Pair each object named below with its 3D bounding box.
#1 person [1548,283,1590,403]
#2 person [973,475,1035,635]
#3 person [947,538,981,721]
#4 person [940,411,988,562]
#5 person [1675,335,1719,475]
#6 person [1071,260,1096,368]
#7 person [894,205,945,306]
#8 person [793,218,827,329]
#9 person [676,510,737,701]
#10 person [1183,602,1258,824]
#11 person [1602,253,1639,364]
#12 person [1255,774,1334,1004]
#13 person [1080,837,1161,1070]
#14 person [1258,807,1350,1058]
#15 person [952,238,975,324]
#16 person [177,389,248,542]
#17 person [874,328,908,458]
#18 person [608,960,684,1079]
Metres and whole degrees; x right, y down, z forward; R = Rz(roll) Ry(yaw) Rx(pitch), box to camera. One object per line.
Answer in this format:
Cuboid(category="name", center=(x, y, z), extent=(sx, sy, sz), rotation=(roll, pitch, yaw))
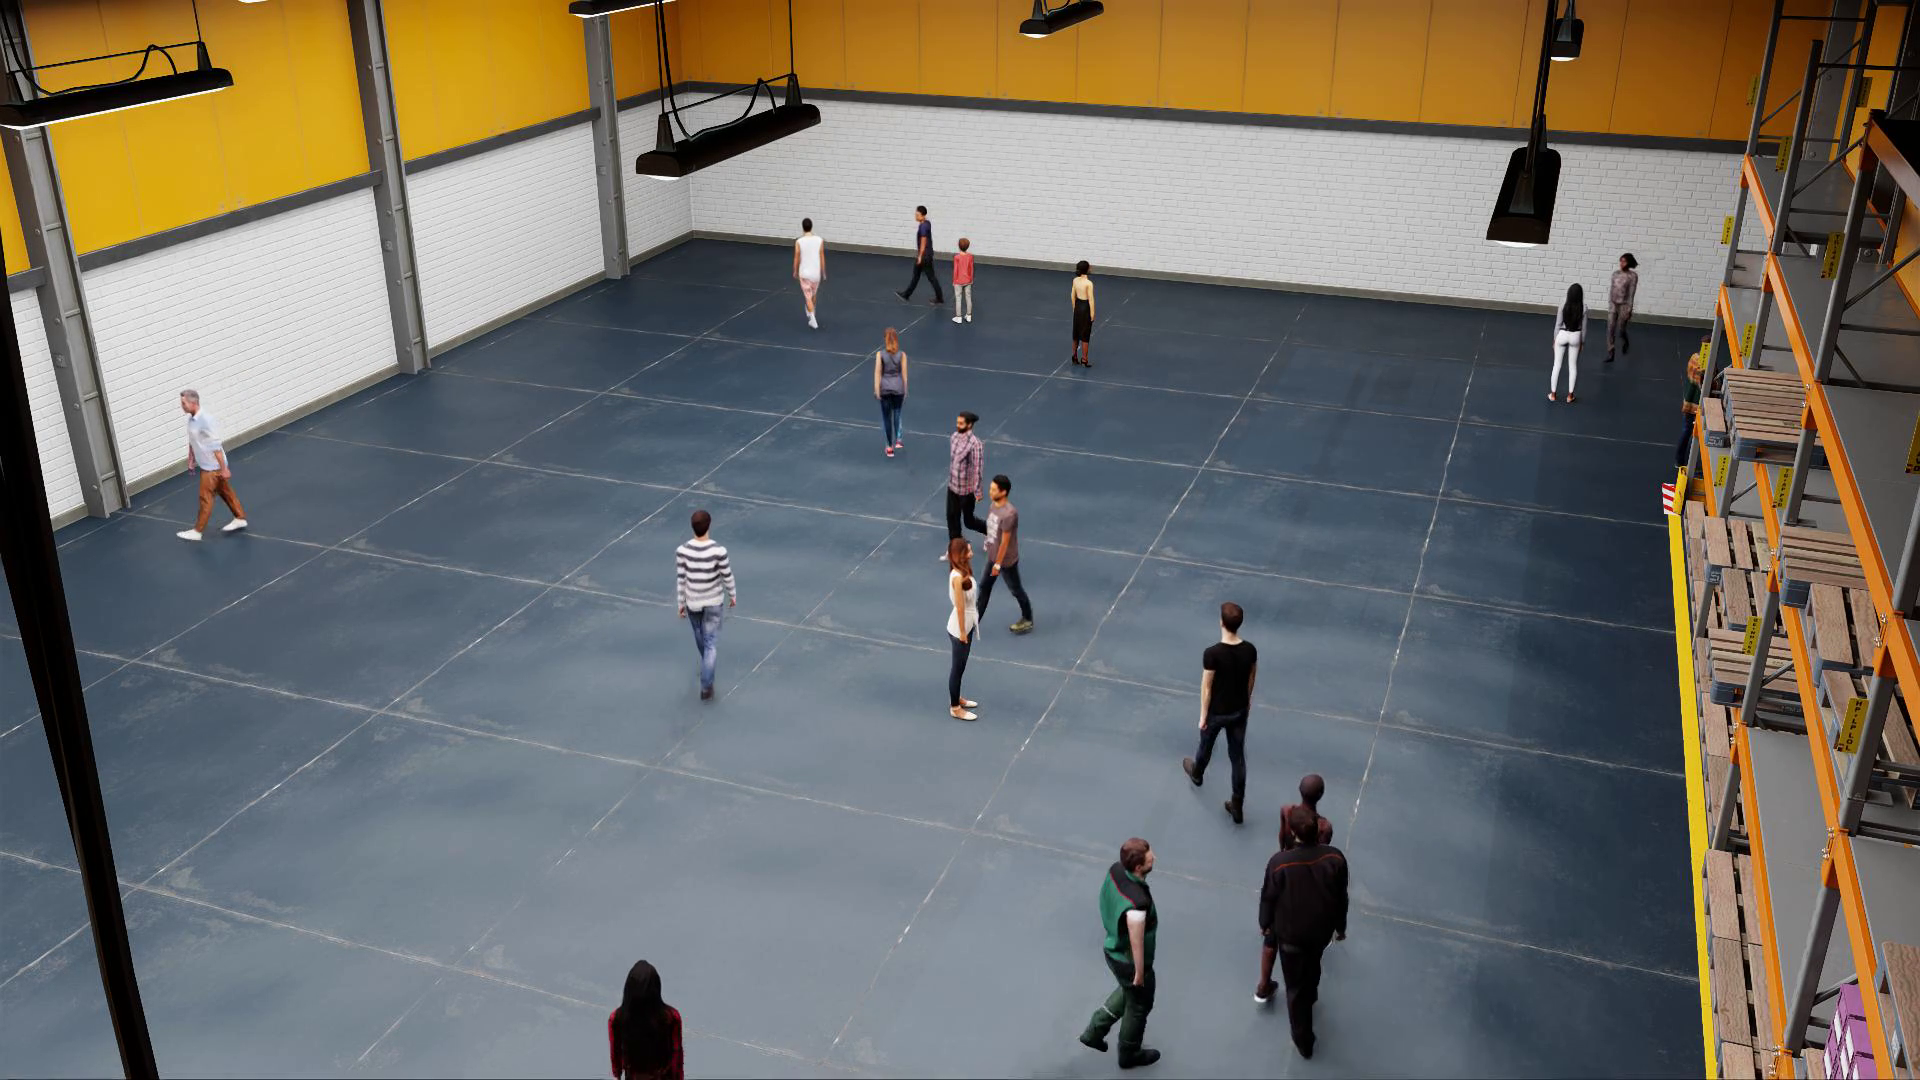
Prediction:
Cuboid(category="person", center=(8.739, -2.839, 23.876), extent=(0.597, 1.724, 0.520), rotation=(7, 25, 16))
Cuboid(category="person", center=(0.523, 0.182, 16.958), extent=(1.173, 1.730, 1.084), rotation=(-12, 26, -25))
Cuboid(category="person", center=(0.001, 0.806, 15.462), extent=(0.692, 1.785, 0.535), rotation=(3, 24, 6))
Cuboid(category="person", center=(0.096, -0.623, 18.784), extent=(1.101, 1.742, 0.984), rotation=(-17, 29, -34))
Cuboid(category="person", center=(9.450, -1.751, 21.281), extent=(0.865, 1.808, 0.754), rotation=(-2, 24, -5))
Cuboid(category="person", center=(1.871, -3.457, 25.378), extent=(0.676, 1.653, 0.665), rotation=(-21, 31, -39))
Cuboid(category="person", center=(-0.500, -4.837, 28.440), extent=(0.990, 1.729, 1.128), rotation=(1, 24, 3))
Cuboid(category="person", center=(-2.450, -4.331, 27.273), extent=(1.084, 1.737, 1.192), rotation=(-8, 25, -18))
Cuboid(category="person", center=(-2.440, 0.654, 15.793), extent=(0.903, 1.798, 1.244), rotation=(2, 24, 4))
Cuboid(category="person", center=(2.258, 1.480, 13.839), extent=(1.108, 1.850, 1.265), rotation=(-6, 24, -14))
Cuboid(category="person", center=(10.183, -3.559, 25.550), extent=(0.888, 1.703, 0.782), rotation=(-18, 29, -35))
Cuboid(category="person", center=(2.324, 2.477, 11.745), extent=(0.820, 1.700, 1.279), rotation=(16, 28, 32))
Cuboid(category="person", center=(1.058, 2.740, 10.980), extent=(0.927, 1.831, 0.879), rotation=(-7, 24, -15))
Cuboid(category="person", center=(2.337, 2.675, 11.158), extent=(0.978, 1.808, 1.082), rotation=(-2, 24, -6))
Cuboid(category="person", center=(0.049, -4.325, 27.660), extent=(0.595, 1.417, 0.653), rotation=(-10, 26, -22))
Cuboid(category="person", center=(-8.642, -0.909, 19.381), extent=(1.196, 1.787, 1.015), rotation=(-21, 31, -39))
Cuboid(category="person", center=(-0.887, -1.904, 21.757), extent=(0.716, 1.708, 0.773), rotation=(-6, 24, -13))
Cuboid(category="person", center=(-1.858, 3.303, 9.958), extent=(0.931, 1.618, 1.121), rotation=(-4, 24, -10))
